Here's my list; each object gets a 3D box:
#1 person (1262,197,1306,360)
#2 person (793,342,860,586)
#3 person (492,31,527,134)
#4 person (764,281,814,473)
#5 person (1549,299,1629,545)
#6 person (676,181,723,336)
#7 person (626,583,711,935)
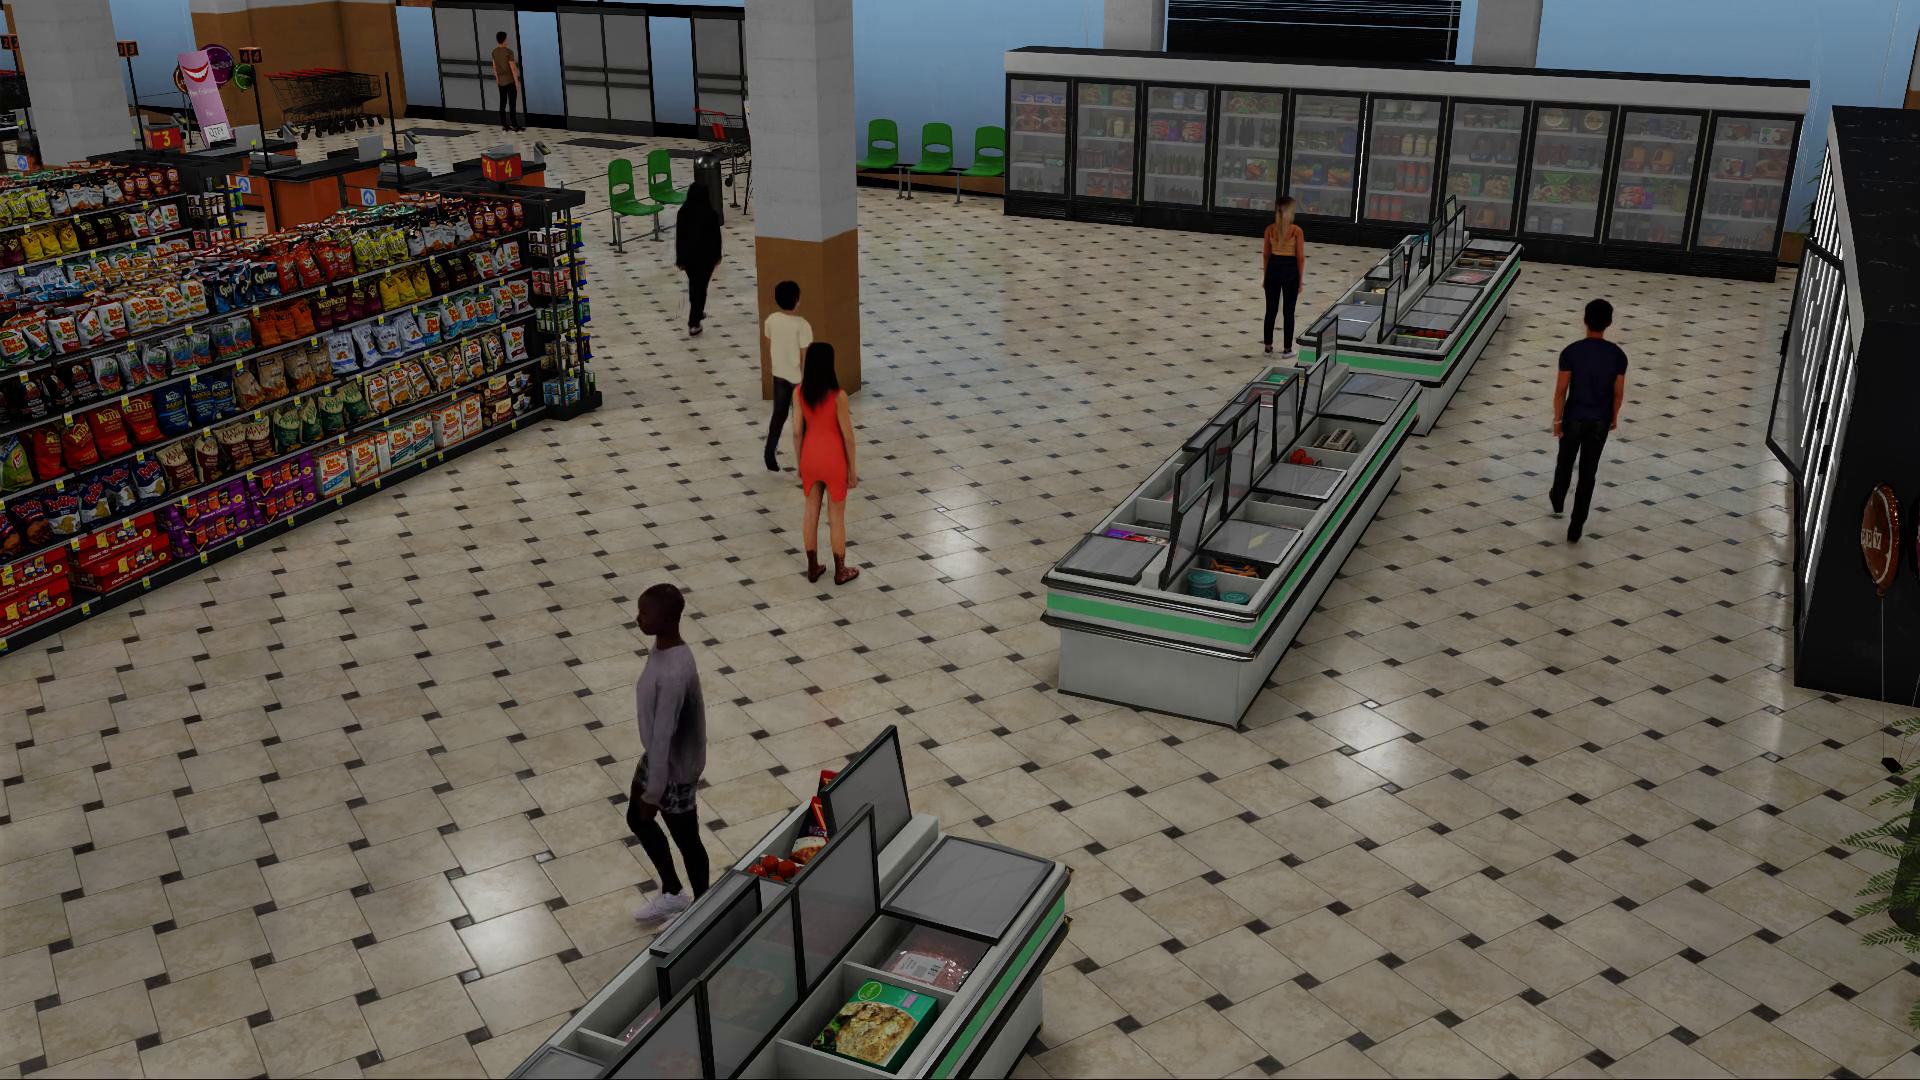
[{"bbox_3d":[3.263,-2.656,16.852,0.562,1.627,0.506,10,24,23],"label":"person"},{"bbox_3d":[-0.936,-0.523,11.422,0.610,1.719,0.533,7,23,18],"label":"person"},{"bbox_3d":[-8.626,-8.707,31.610,0.646,1.852,0.542,10,24,23],"label":"person"},{"bbox_3d":[-1.420,-1.299,13.572,0.597,1.555,0.970,9,24,22],"label":"person"},{"bbox_3d":[4.569,-0.823,12.134,0.739,1.745,1.125,7,23,16],"label":"person"},{"bbox_3d":[-2.805,-2.955,17.667,0.701,1.575,0.928,6,23,14],"label":"person"},{"bbox_3d":[-1.210,1.013,7.540,0.796,1.761,0.740,-8,23,-20],"label":"person"}]
